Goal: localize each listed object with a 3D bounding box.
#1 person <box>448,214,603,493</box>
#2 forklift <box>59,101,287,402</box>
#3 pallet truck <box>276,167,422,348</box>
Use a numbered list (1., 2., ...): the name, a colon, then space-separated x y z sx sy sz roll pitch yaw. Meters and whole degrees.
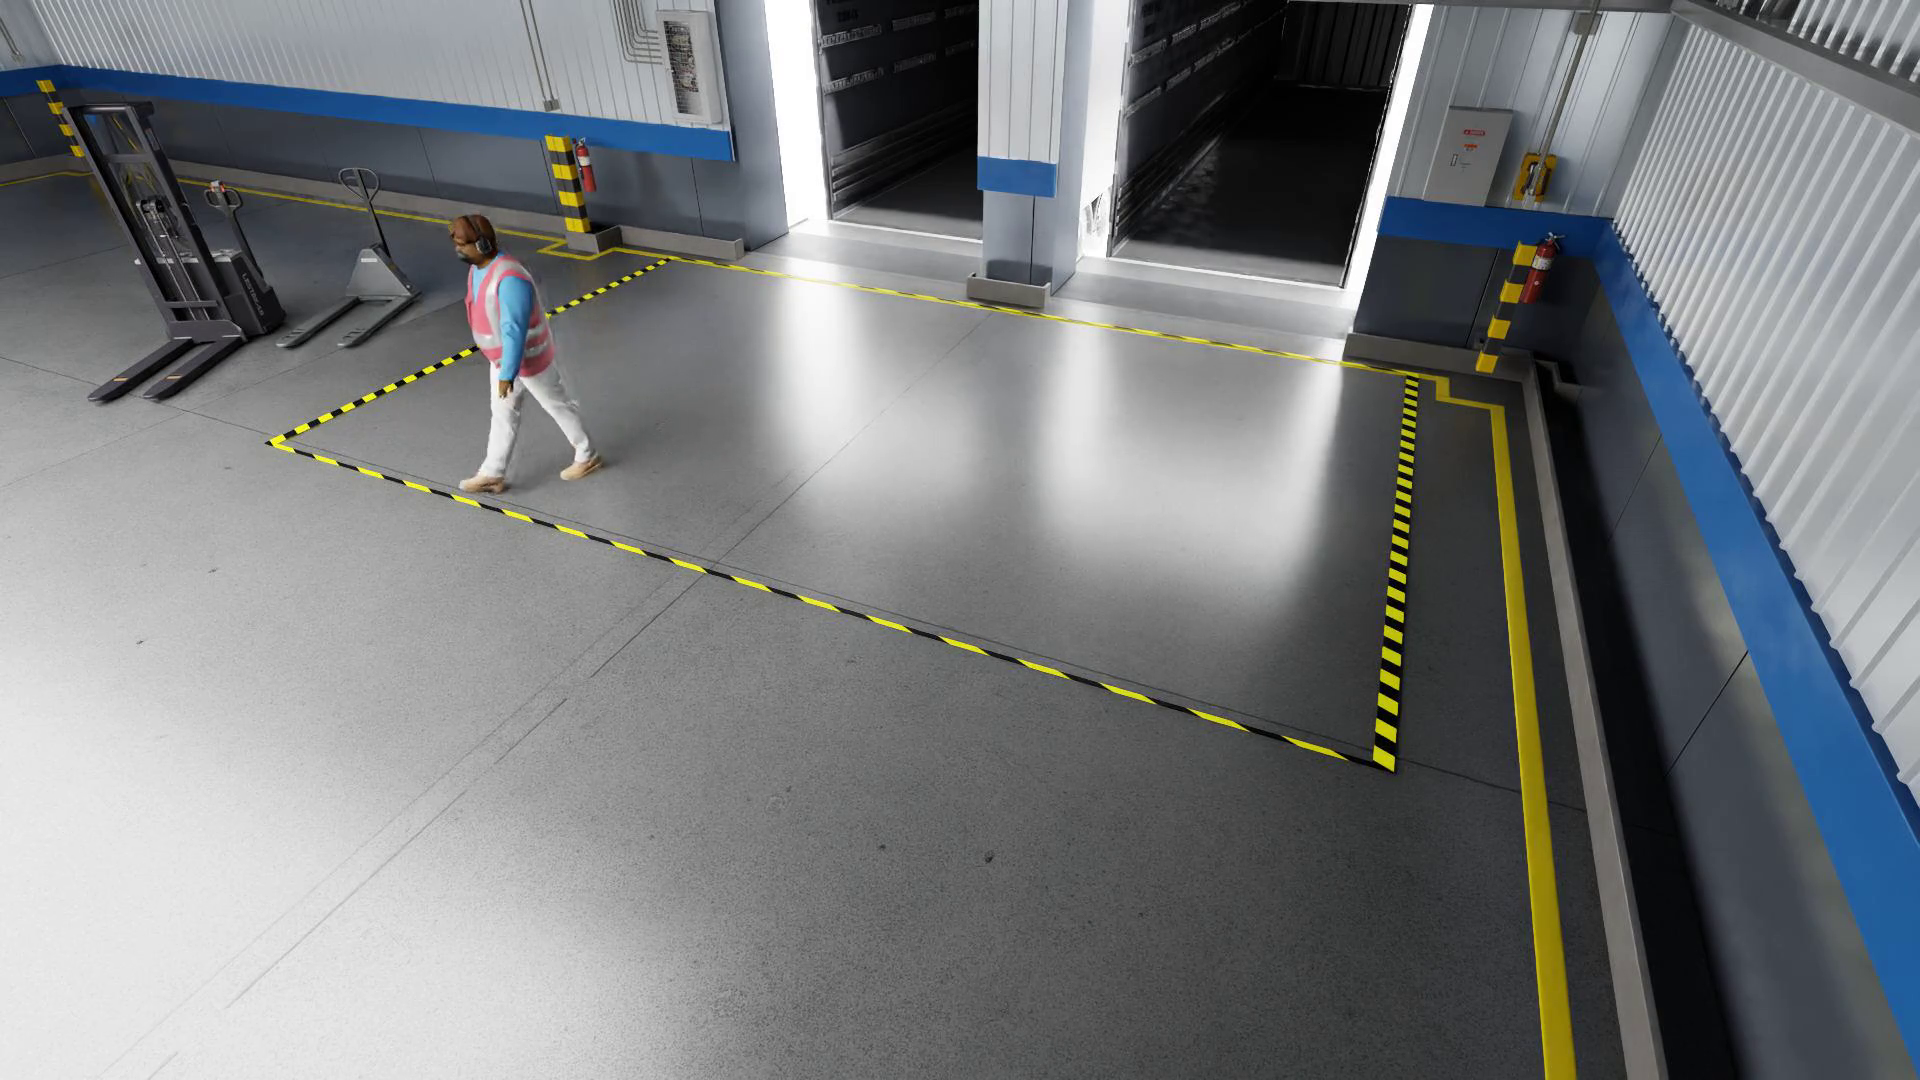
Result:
1. person: -2.883 -1.098 5.750 0.636 1.803 0.890 28 43 34
2. forklift: -6.686 -2.387 7.434 0.823 1.965 1.885 -3 35 -5
3. pallet truck: -5.732 -2.611 8.414 0.680 1.201 1.601 -1 35 -1
